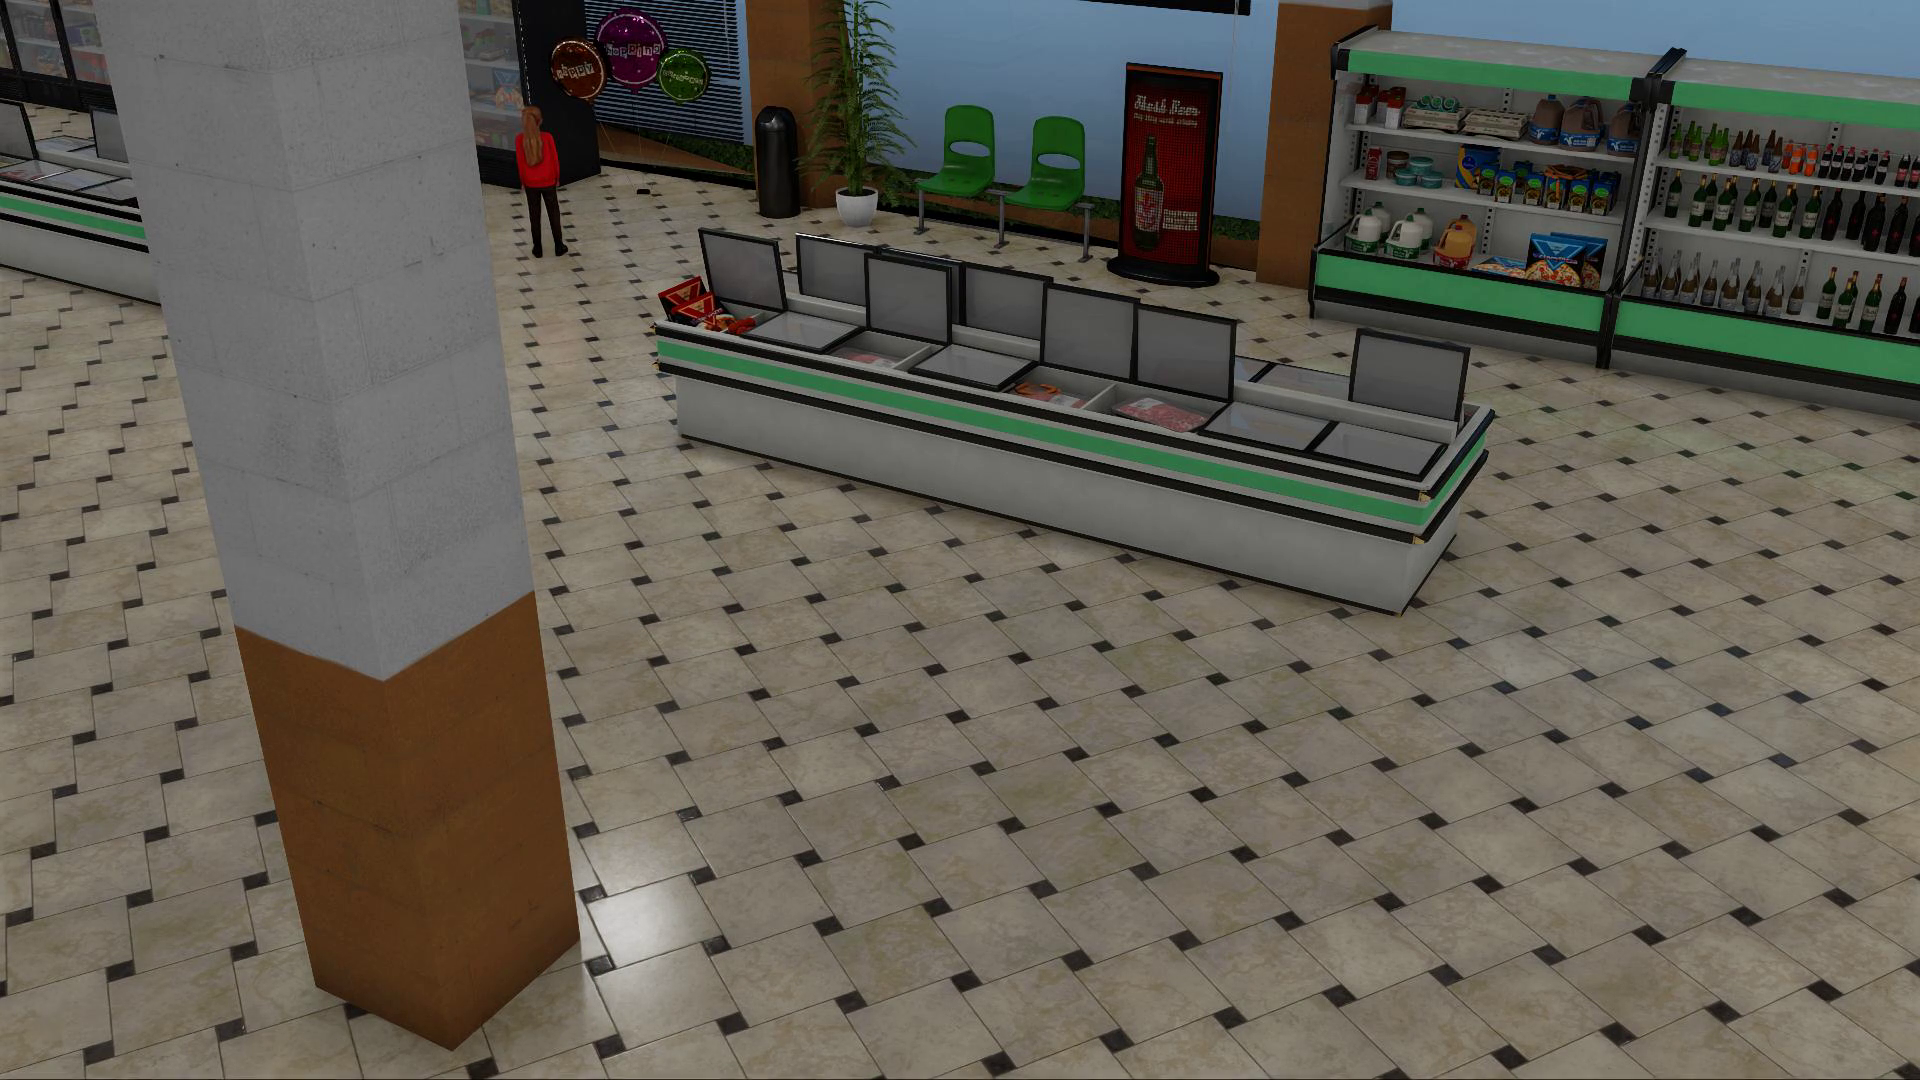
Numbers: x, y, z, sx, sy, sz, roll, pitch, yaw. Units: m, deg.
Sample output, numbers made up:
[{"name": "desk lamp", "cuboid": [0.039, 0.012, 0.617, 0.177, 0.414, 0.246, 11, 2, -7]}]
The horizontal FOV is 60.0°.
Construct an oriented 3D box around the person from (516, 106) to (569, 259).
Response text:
[{"name": "person", "cuboid": [-3.577, -3.054, 14.167, 0.581, 1.281, 0.646, -5, 27, -10]}]
